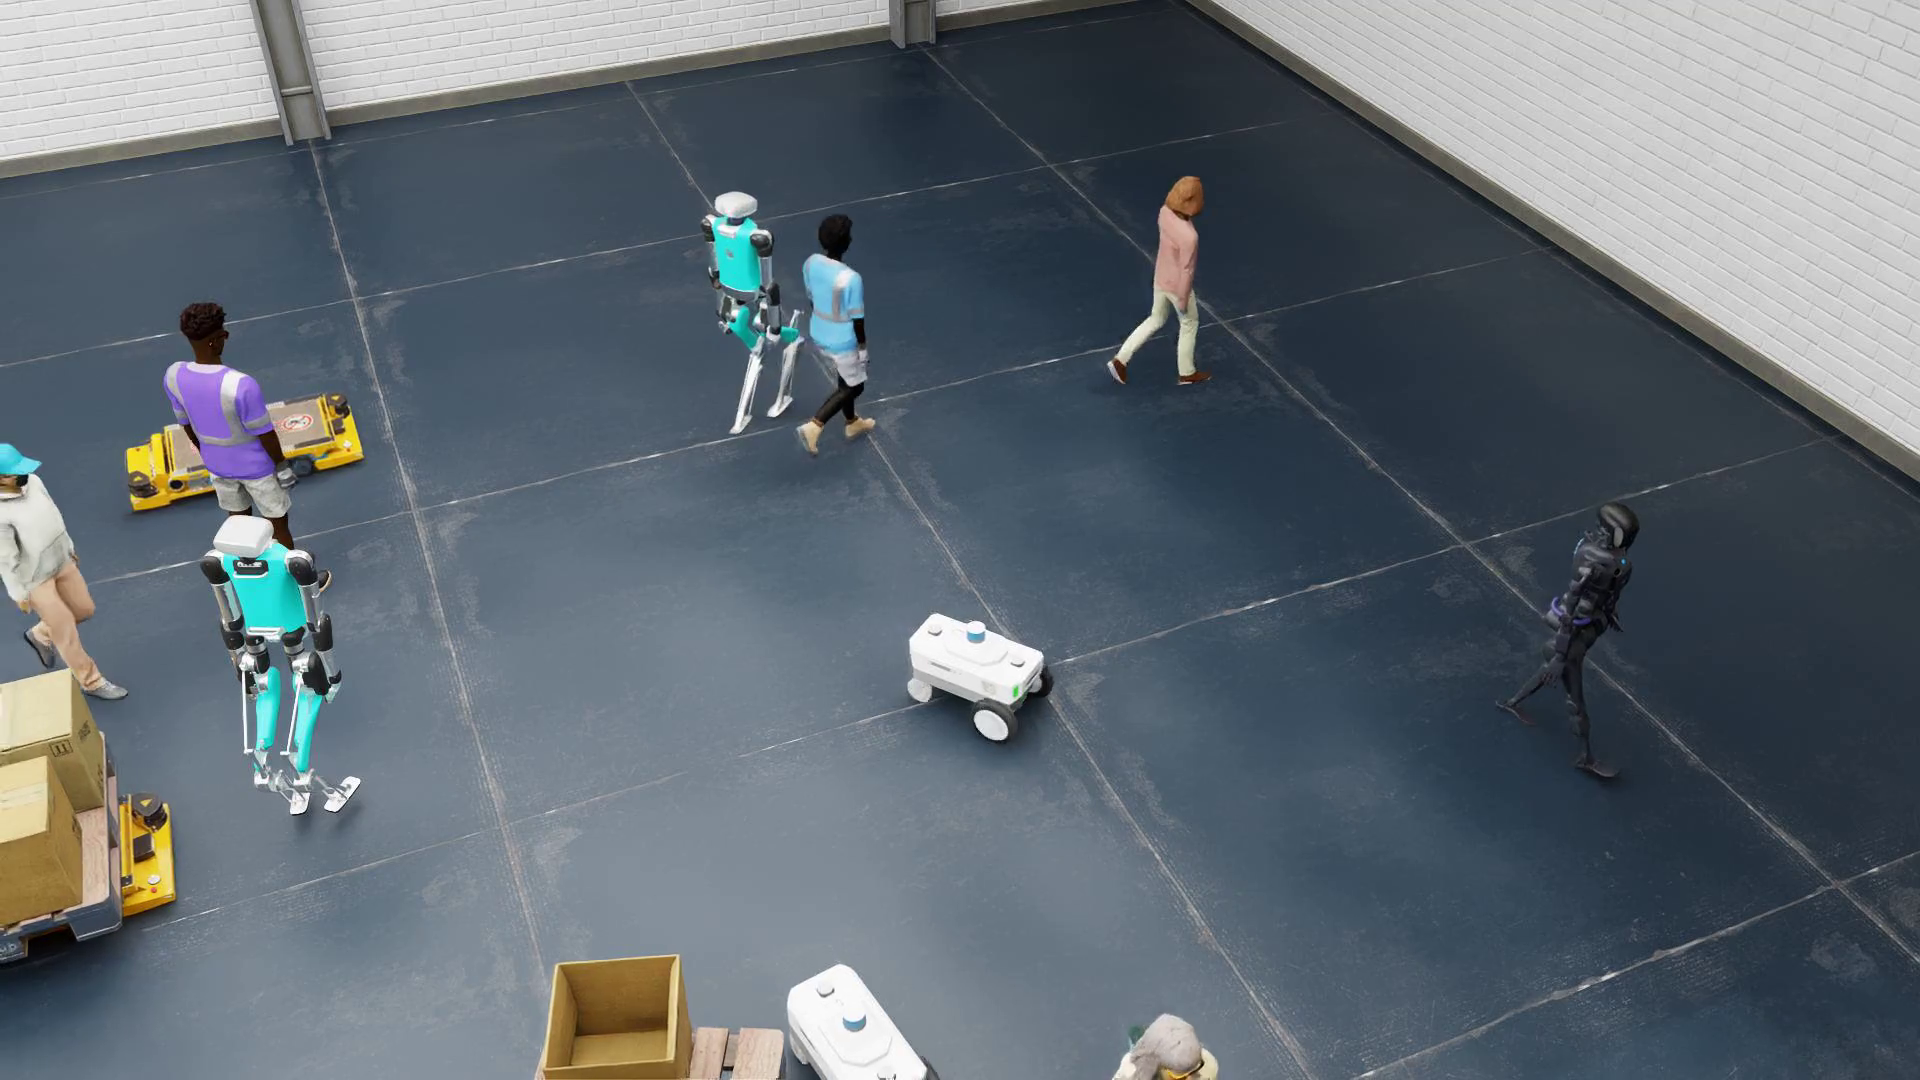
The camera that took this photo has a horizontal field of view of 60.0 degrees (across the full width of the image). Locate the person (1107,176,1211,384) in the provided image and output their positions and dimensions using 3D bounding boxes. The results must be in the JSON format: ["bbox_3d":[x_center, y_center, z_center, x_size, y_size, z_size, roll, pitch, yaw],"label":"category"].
[{"bbox_3d":[1.421,-1.753,11.450,0.711,1.609,0.497,-15,40,-18],"label":"person"}]

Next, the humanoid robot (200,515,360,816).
[{"bbox_3d":[-3.314,0.728,8.011,0.533,1.677,0.735,1,38,2],"label":"humanoid robot"}]

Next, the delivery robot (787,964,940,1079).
[{"bbox_3d":[-0.433,2.232,7.149,0.499,0.614,0.812,-22,43,-26],"label":"delivery robot"}]

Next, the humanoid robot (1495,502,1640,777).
[{"bbox_3d":[3.245,0.459,8.559,0.773,1.626,0.615,31,47,34],"label":"humanoid robot"}]

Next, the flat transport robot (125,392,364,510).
[{"bbox_3d":[-4.761,-0.604,11.059,1.431,0.231,0.659,-15,40,-19],"label":"flat transport robot"}]

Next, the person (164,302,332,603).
[{"bbox_3d":[-4.091,-0.466,9.493,0.602,1.961,0.368,10,39,13],"label":"person"}]

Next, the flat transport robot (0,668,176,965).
[{"bbox_3d":[-4.606,1.688,8.077,1.431,0.231,0.659,-15,40,-18],"label":"flat transport robot"}]

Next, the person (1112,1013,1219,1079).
[{"bbox_3d":[0.703,2.278,6.139,0.484,1.693,0.613,-15,40,-18],"label":"person"}]

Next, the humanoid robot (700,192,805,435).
[{"bbox_3d":[-1.293,-1.568,11.107,0.530,1.778,0.759,20,42,24],"label":"humanoid robot"}]

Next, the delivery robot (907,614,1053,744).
[{"bbox_3d":[0.092,0.699,9.113,0.768,0.576,0.499,19,42,23],"label":"delivery robot"}]

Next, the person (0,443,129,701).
[{"bbox_3d":[-4.958,0.163,8.916,0.578,1.654,0.484,6,38,7],"label":"person"}]

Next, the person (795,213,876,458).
[{"bbox_3d":[-0.848,-1.297,10.805,0.659,1.662,0.561,-27,45,-30],"label":"person"}]

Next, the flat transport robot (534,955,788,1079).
[{"bbox_3d":[-1.287,2.689,6.773,1.431,0.231,0.659,2,38,2],"label":"flat transport robot"}]
